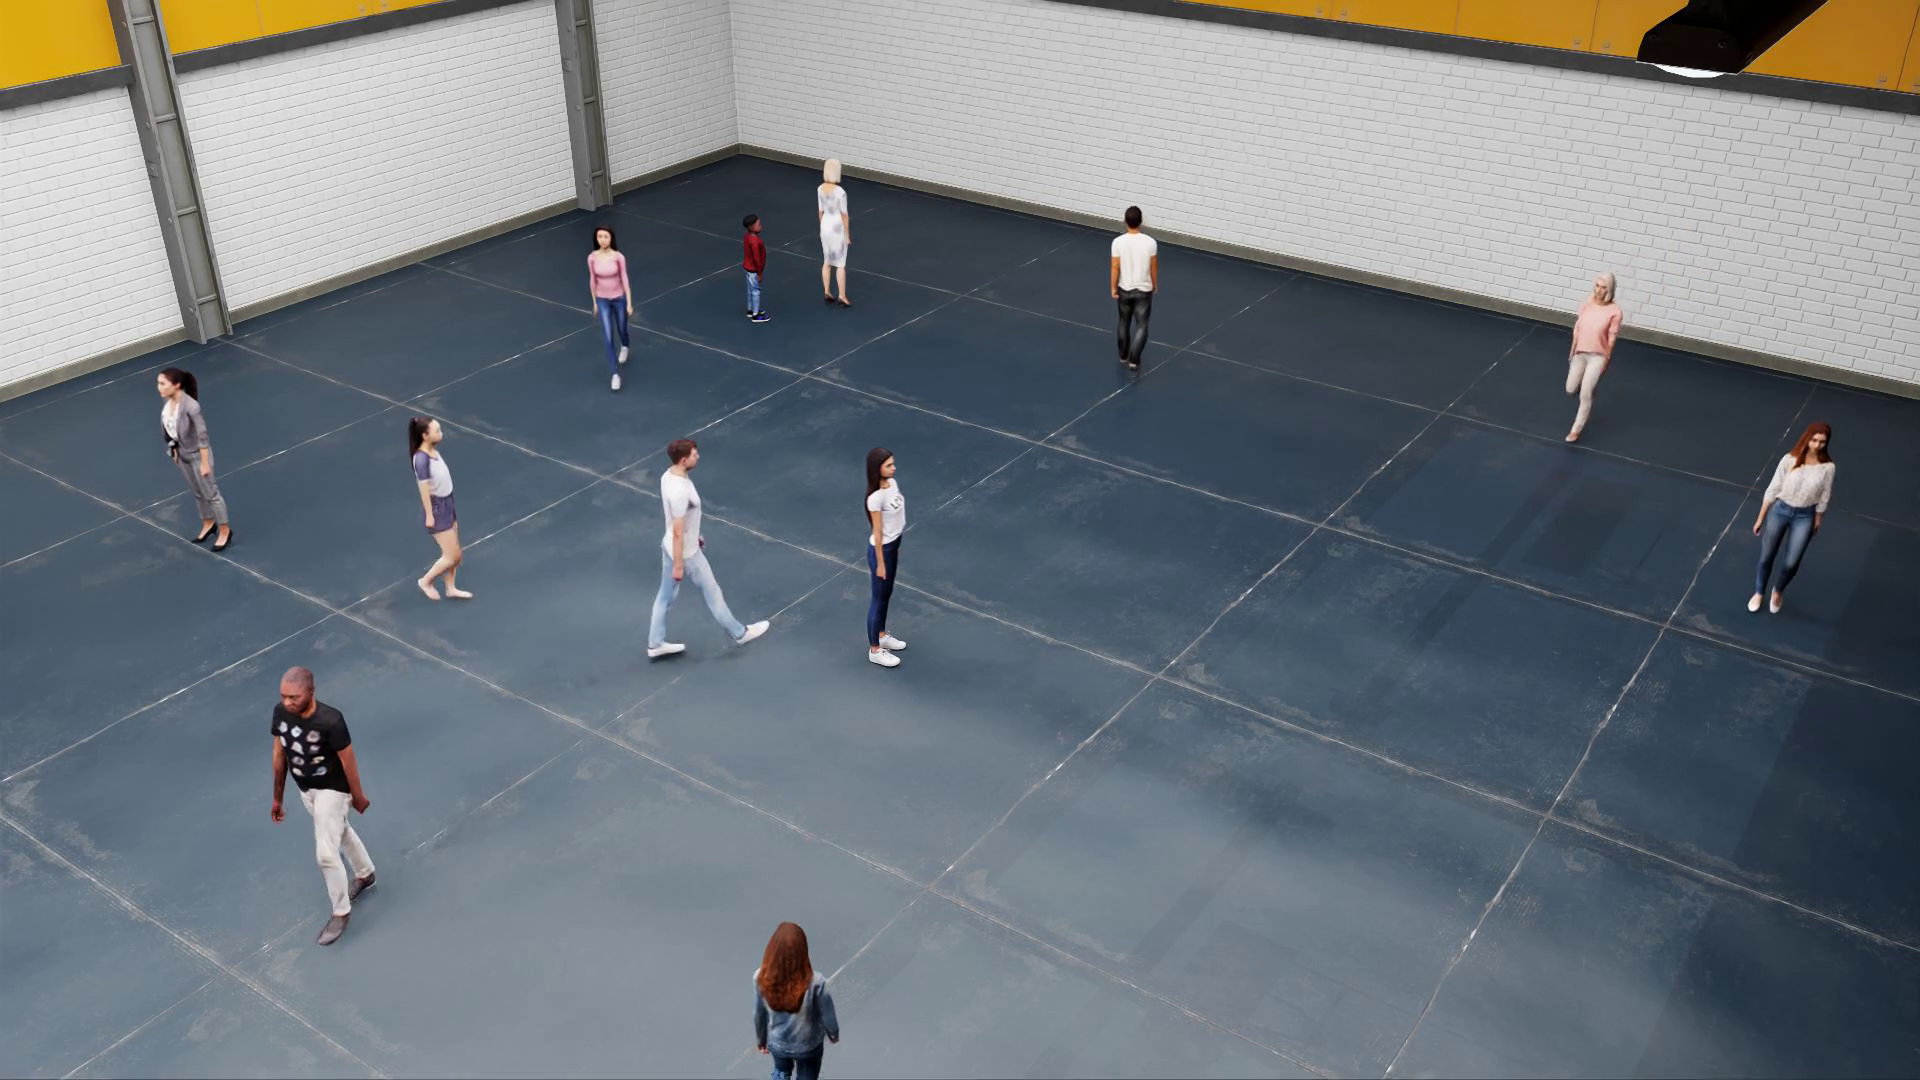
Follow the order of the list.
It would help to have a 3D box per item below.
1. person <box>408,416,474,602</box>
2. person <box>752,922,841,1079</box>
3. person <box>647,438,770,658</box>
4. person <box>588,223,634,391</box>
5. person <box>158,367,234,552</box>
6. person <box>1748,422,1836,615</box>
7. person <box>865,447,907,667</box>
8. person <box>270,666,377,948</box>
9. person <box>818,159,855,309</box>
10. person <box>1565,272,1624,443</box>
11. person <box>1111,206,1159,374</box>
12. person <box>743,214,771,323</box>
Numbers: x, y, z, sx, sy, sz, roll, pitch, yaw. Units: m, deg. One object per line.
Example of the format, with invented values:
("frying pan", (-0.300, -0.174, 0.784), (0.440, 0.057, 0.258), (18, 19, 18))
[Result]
("person", (-4.271, -0.217, 13.357), (0.814, 1.639, 0.745), (-1, 29, -2))
("person", (-0.854, 2.573, 8.420), (0.653, 1.469, 0.672), (6, 29, 11))
("person", (-2.193, 0.117, 12.570), (1.270, 1.805, 1.087), (-10, 30, -18))
("person", (-3.647, -2.518, 17.509), (1.053, 1.702, 1.190), (-2, 29, -4))
("person", (-6.535, -0.702, 14.205), (0.607, 1.677, 0.552), (19, 34, 30))
("person", (6.635, -0.198, 13.246), (0.624, 1.711, 0.604), (20, 35, 32))
("person", (-0.588, 0.109, 12.618), (0.718, 1.774, 0.576), (6, 29, 11))
("person", (-3.794, 1.474, 10.107), (0.751, 1.781, 0.963), (13, 31, 22))
("person", (-1.469, -3.580, 19.407), (0.558, 1.749, 0.491), (18, 34, 30))
("person", (6.195, -1.810, 16.203), (0.920, 1.710, 0.716), (-23, 36, -35))
("person", (1.859, -2.632, 17.630), (0.888, 1.786, 1.097), (6, 29, 10))
("person", (-2.379, -3.128, 19.098), (0.611, 1.252, 0.579), (-12, 31, -21))
